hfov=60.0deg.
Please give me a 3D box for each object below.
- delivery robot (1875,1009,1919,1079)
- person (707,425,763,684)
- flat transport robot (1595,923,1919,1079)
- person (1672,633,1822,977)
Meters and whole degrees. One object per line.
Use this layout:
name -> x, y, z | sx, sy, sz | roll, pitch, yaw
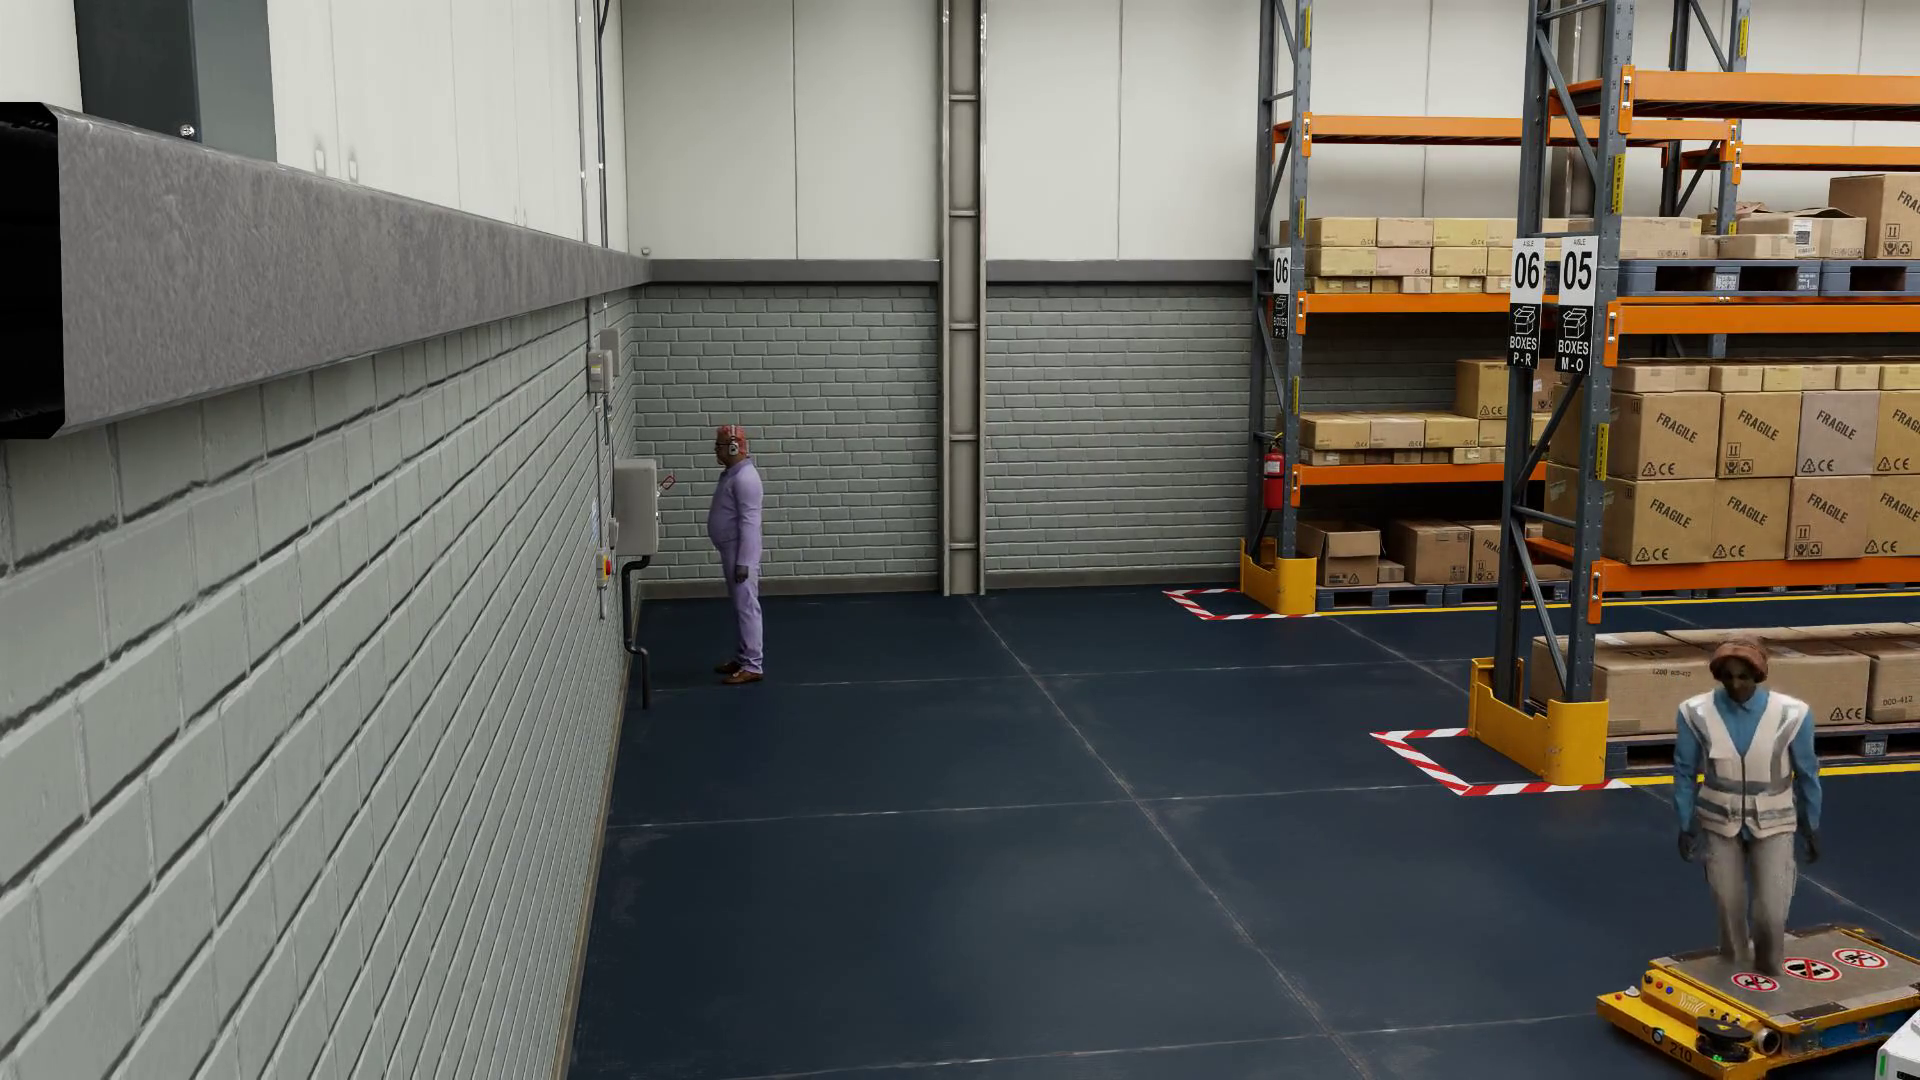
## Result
delivery robot -> 3.445, 1.789, 5.746 | 0.707, 0.478, 0.477 | -9, 13, -44
person -> -1.658, 0.104, 12.269 | 0.399, 1.908, 0.643 | -2, 9, -14
flat transport robot -> 3.344, 1.827, 6.668 | 1.431, 0.197, 0.652 | -4, 10, -22
person -> 3.124, 1.158, 6.631 | 0.542, 1.618, 0.377 | 5, 11, 30
